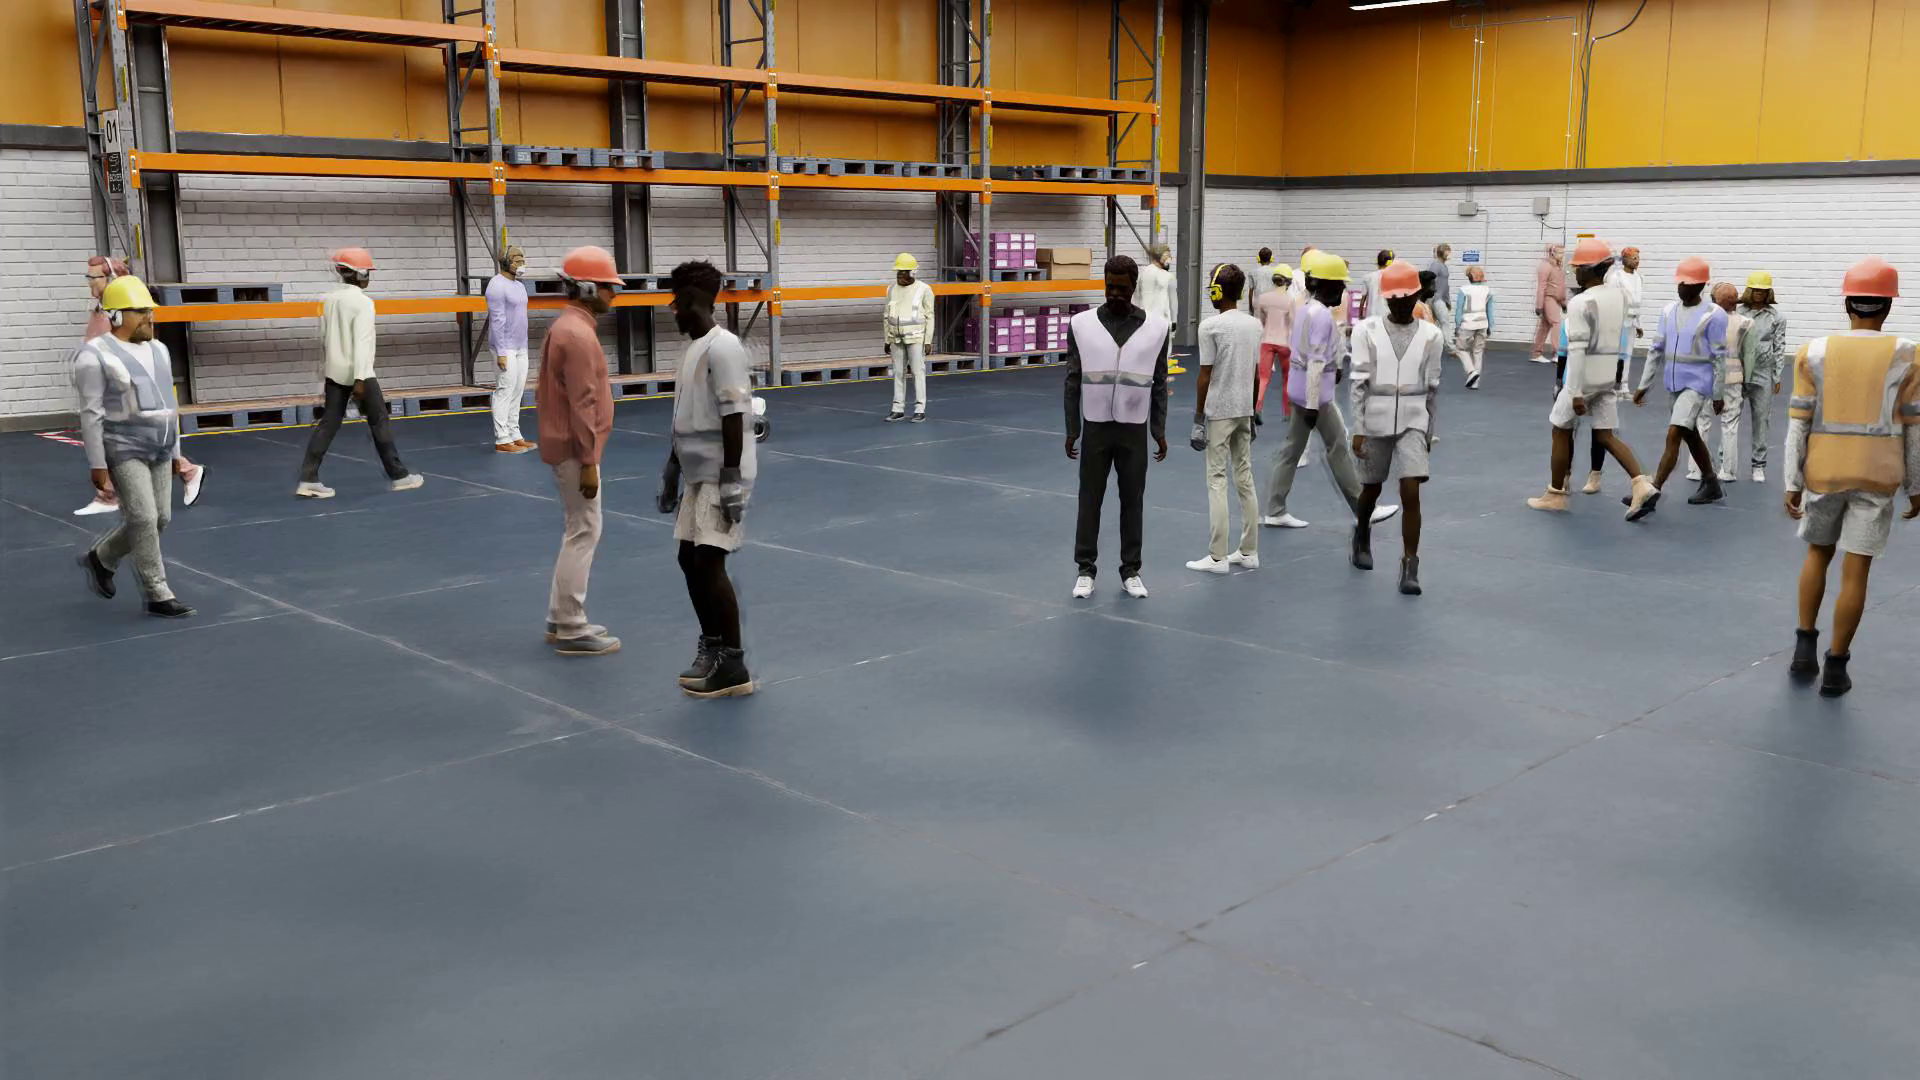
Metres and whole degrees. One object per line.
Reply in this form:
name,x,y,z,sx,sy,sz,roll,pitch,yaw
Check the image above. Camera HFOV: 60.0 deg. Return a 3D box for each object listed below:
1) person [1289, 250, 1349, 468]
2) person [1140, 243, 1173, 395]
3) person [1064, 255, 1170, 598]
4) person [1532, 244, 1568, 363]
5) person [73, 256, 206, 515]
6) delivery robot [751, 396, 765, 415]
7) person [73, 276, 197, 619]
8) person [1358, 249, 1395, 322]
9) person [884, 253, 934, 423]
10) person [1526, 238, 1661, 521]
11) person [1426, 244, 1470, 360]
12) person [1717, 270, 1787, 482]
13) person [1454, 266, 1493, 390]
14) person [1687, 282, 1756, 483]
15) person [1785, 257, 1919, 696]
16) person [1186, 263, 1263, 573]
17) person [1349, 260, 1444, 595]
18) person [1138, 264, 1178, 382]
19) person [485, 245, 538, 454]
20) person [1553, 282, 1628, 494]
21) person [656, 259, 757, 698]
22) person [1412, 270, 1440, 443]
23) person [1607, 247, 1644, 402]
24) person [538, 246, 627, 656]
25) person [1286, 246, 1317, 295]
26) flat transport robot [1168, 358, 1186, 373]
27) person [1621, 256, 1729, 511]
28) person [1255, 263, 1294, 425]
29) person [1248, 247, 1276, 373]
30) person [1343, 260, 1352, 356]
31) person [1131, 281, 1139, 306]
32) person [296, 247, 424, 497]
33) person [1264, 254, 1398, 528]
person,3.149,-1.586,14.576,0.591,1.906,0.805,9,13,39
person,2.534,-2.750,20.864,0.626,1.918,0.660,4,11,20
person,0.873,-0.629,9.324,0.587,1.914,0.390,0,10,0
person,9.457,-3.723,26.298,0.821,1.878,0.650,7,13,34
person,-6.053,-1.124,12.148,0.643,1.884,0.791,10,14,43
delivery robot,-2.283,-1.279,16.318,0.707,0.478,0.477,-4,11,-21
person,-4.445,-0.492,8.842,0.727,1.817,0.592,3,11,16
person,5.460,-2.874,21.770,0.605,1.843,0.570,7,12,33
person,-0.572,-2.179,18.003,0.598,1.828,0.403,6,12,28
person,4.559,-1.140,11.862,0.608,2.010,0.942,-6,12,-30
person,7.865,-3.902,27.257,1.040,1.881,0.658,5,12,26
person,6.521,-1.346,13.717,0.485,1.744,0.315,5,11,24
person,6.733,-2.778,21.806,0.541,1.622,0.393,-2,11,-12
person,6.216,-1.284,13.628,0.520,1.645,0.307,4,11,20
person,3.972,-0.282,7.385,0.544,1.921,0.569,9,13,39
person,1.605,-0.729,10.034,0.505,1.861,0.327,-8,13,-36
person,2.518,-0.684,9.702,0.534,1.898,0.926,1,10,7
person,2.646,-3.019,22.660,0.867,1.814,0.637,-9,13,-39
person,-4.189,-1.765,15.488,0.368,1.932,0.622,2,11,11
person,4.849,-1.176,12.914,0.561,1.676,0.623,8,13,38
person,-1.114,-0.287,7.463,0.406,1.915,0.682,-6,12,-28
person,4.529,-1.778,16.201,0.600,1.674,0.558,5,11,24
person,8.112,-2.624,20.288,0.572,1.883,0.356,-6,12,-29
person,-1.821,-0.424,8.080,0.474,1.973,0.624,-4,11,-20
person,4.428,-2.812,21.297,0.572,1.887,0.354,-4,11,-19
flat transport robot,2.498,-2.531,24.176,1.431,0.197,0.652,-4,11,-22
person,5.370,-1.151,12.289,1.050,1.881,0.552,-4,11,-23
person,3.383,-2.098,17.836,0.515,1.727,0.872,7,12,32
person,4.487,-3.376,24.498,0.512,1.840,0.656,1,10,7
person,6.315,-3.915,28.078,0.730,1.608,0.512,3,11,18
person,2.485,-3.388,25.197,0.515,1.609,0.677,9,14,42
person,-4.750,-1.300,12.947,0.635,1.941,1.047,7,12,33
person,2.550,-0.999,11.408,0.943,1.880,0.617,0,10,-1
